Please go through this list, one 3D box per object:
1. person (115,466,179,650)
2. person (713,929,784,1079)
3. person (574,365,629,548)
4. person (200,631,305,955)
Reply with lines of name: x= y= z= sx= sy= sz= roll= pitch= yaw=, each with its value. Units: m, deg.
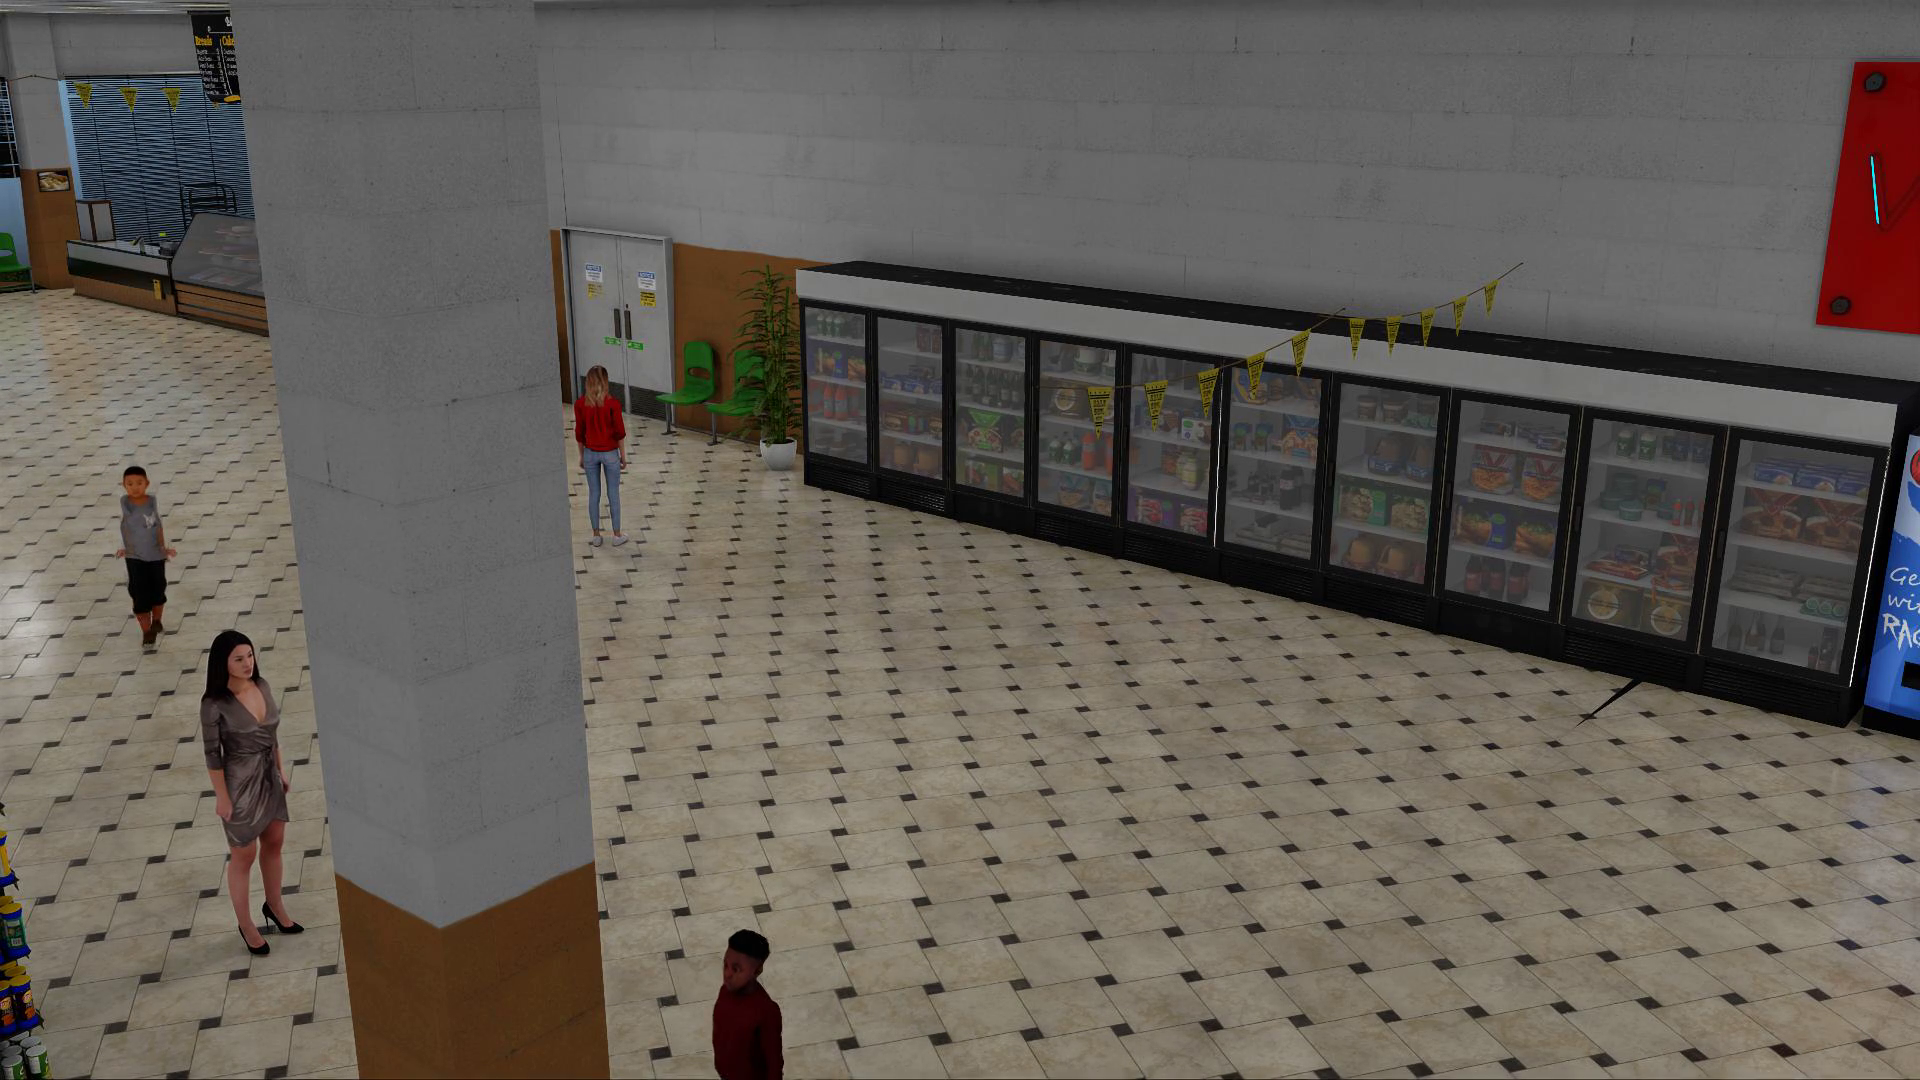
person: x=-6.489 y=0.049 z=13.227 sx=0.876 sy=1.438 sz=0.813 roll=-9 pitch=19 yaw=-27
person: x=-0.792 y=2.128 z=6.721 sx=0.509 sy=1.239 sz=0.803 roll=15 pitch=22 yaw=40
person: x=-3.349 y=-0.758 z=15.522 sx=0.689 sy=1.648 sz=0.722 roll=0 pitch=17 yaw=1
person: x=-3.672 y=1.289 z=8.611 sx=0.713 sy=1.746 sz=0.544 roll=7 pitch=18 yaw=22
